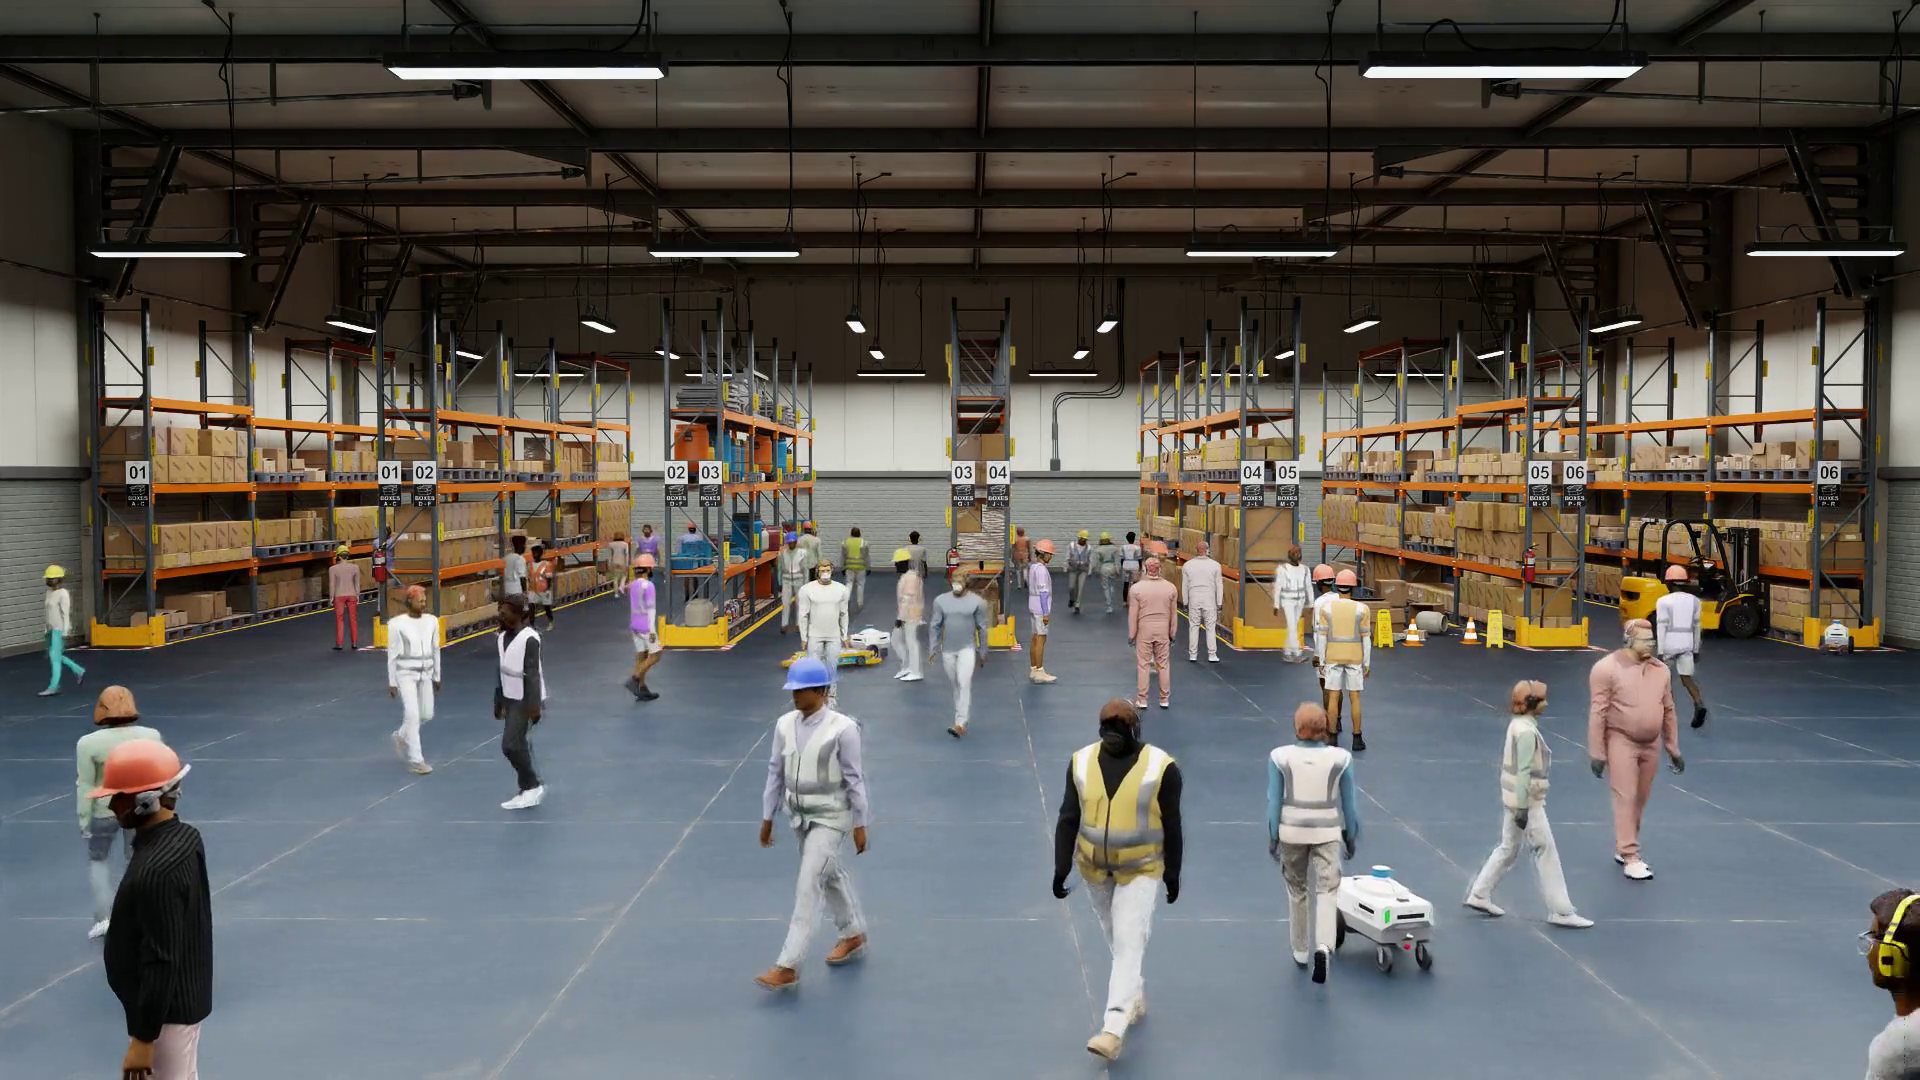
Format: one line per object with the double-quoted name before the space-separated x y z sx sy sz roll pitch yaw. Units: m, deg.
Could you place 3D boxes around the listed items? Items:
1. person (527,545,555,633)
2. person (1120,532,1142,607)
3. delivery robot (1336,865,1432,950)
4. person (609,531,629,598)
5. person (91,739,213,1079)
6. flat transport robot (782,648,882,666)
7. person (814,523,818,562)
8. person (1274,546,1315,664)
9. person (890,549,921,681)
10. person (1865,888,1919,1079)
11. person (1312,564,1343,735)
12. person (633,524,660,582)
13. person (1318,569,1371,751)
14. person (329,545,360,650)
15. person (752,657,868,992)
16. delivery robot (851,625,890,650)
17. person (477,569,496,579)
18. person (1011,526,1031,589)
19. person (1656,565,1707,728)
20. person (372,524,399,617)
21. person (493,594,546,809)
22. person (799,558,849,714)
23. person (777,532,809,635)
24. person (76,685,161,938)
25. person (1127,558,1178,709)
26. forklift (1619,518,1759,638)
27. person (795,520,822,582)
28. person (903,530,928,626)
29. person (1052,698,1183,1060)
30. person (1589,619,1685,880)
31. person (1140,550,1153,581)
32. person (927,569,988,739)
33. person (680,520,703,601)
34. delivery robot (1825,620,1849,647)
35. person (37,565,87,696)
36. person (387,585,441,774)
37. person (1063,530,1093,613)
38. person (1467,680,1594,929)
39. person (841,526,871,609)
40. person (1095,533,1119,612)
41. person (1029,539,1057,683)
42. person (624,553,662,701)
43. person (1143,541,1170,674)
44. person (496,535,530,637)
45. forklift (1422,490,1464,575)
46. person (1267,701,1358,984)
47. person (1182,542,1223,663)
"person" -7.766 0.922 29.937 0.535 1.668 0.822 1 2 13
"person" 3.826 0.659 36.047 0.534 1.700 0.318 1 3 29
"delivery robot" 2.568 2.237 9.862 0.477 0.478 0.707 -1 2 -16
"person" -8.224 0.584 38.927 0.509 1.620 0.364 0 2 0
"person" -2.935 1.712 5.895 0.389 1.991 0.610 -1 2 -17
"flat transport robot" -1.973 1.823 24.959 1.431 0.197 0.652 -2 3 -39
"person" -4.290 0.295 46.591 0.877 1.586 0.502 1 2 24
"person" 5.265 1.020 25.147 0.611 1.839 0.943 -1 2 -20
"person" -0.788 1.075 23.112 0.522 1.903 0.584 -1 2 -15
"person" 2.569 1.854 4.158 0.523 1.853 0.654 -2 3 -35
"person" 4.170 1.244 18.427 0.376 1.932 0.543 2 3 40
"person" -7.403 0.525 38.261 0.574 1.801 0.960 0 2 7
"person" 4.141 1.282 17.390 0.552 1.935 0.374 1 2 17
"person" -10.437 0.970 27.377 0.525 1.770 0.307 -2 3 -40
"person" -0.867 1.622 9.481 0.634 1.891 1.018 2 3 39
"delivery robot" -1.433 1.601 25.884 0.477 0.478 0.707 1 3 34
"person" -10.856 0.449 37.051 0.607 2.044 0.375 0 2 0
"person" 1.572 0.458 41.867 0.534 1.626 0.365 0 2 -4
"person" 8.398 1.241 18.823 0.554 1.910 0.849 0 2 -6
"person" -11.984 0.634 33.733 0.627 1.938 0.372 0 2 7
"person" -3.908 1.425 14.245 0.455 1.899 0.617 -2 3 -40
"person" -1.654 1.190 19.691 0.629 1.940 0.379 -1 2 -18
"person" -3.096 0.804 29.903 0.604 1.892 0.993 0 2 1
"person" -5.312 1.728 10.200 0.503 1.621 0.423 -2 3 -39
"person" 2.420 1.178 20.396 0.651 1.906 0.409 -1 2 -13
"forklift" 13.417 0.684 29.791 2.313 2.155 1.214 0 2 0
"person" -3.325 0.555 35.179 0.625 1.980 0.651 0 2 3
"person" -0.877 0.745 31.717 0.508 1.876 0.328 0 2 3
"person" 0.806 1.715 8.390 0.640 1.788 0.987 1 3 27
"person" 5.024 1.528 11.931 0.688 1.900 0.570 -1 2 -16
"person" 2.963 1.040 24.691 0.432 1.838 0.533 1 2 17
"person" -0.044 1.275 18.165 0.641 1.886 1.012 1 2 20
"person" -6.335 0.482 38.040 0.554 1.904 0.935 0 2 0
"delivery robot" 14.505 1.568 26.712 0.477 0.478 0.707 1 2 28
"person" -12.070 1.199 21.672 0.539 1.747 0.615 2 3 38
"person" -5.493 1.368 16.139 0.687 1.866 0.585 2 3 37
"person" 2.536 0.664 34.774 0.661 1.789 0.511 0 2 -2
"person" 3.735 1.717 10.636 0.777 1.603 0.532 0 2 12
"person" -2.280 0.612 35.555 0.650 1.833 0.533 0 2 8
"person" 3.133 0.697 34.908 0.500 1.697 0.823 -1 2 -16
"person" 1.181 1.009 23.087 0.388 2.034 0.605 0 2 -11
"person" -4.128 1.141 21.076 0.463 1.926 0.568 -2 3 -38
"person" 2.923 0.999 23.960 0.450 1.975 0.643 1 3 25
"person" -7.547 0.874 27.427 0.651 1.951 0.632 -2 3 -35
"forklift" 13.926 -0.371 47.846 1.873 2.768 1.129 0 2 0
"person" 2.063 1.756 9.472 0.525 1.612 0.723 0 2 12
"person" 3.833 0.977 25.493 0.652 1.904 0.402 1 2 18
